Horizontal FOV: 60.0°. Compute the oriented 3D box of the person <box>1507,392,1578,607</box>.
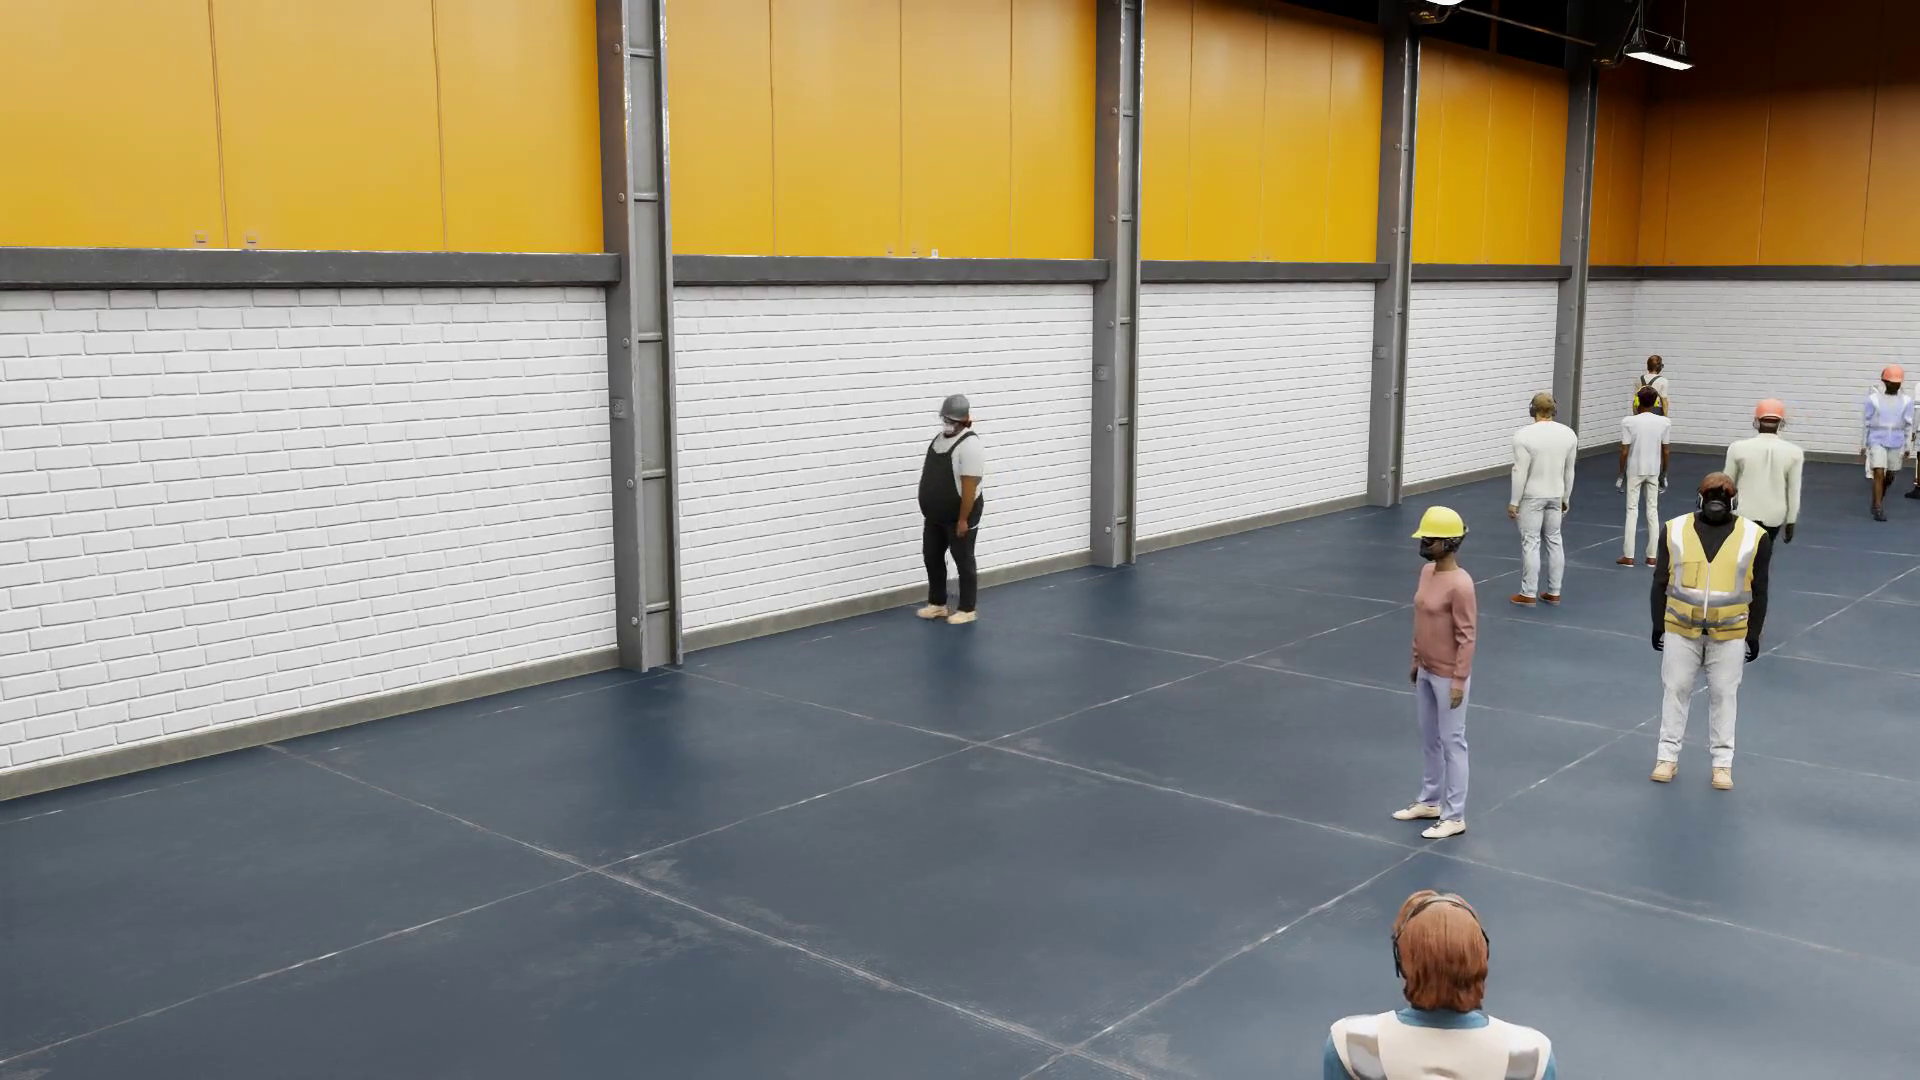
[{"bbox_3d":[5.215,-0.360,14.943,0.632,1.936,0.359,-2,9,-15],"label":"person"}]

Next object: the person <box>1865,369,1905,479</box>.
[{"bbox_3d":[13.529,-1.706,24.341,0.520,1.634,0.311,1,9,6],"label":"person"}]

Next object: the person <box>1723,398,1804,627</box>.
[{"bbox_3d":[6.731,-0.214,13.997,0.613,1.959,0.994,1,9,9],"label":"person"}]

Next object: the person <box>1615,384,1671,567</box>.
[{"bbox_3d":[6.972,-0.653,16.994,0.510,1.872,0.328,1,9,4],"label":"person"}]

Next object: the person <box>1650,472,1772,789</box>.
[{"bbox_3d":[4.351,0.522,9.698,0.626,1.846,0.429,5,10,26],"label":"person"}]

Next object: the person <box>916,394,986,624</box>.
[{"bbox_3d":[-0.067,-0.278,14.102,0.576,2.000,0.724,-6,11,-35],"label":"person"}]

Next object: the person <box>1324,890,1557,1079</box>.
[{"bbox_3d":[1.049,1.581,3.695,0.511,1.639,0.308,1,9,8],"label":"person"}]

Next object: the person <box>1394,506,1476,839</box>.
[{"bbox_3d":[2.534,0.700,8.837,0.337,1.768,0.542,-2,9,-9],"label":"person"}]

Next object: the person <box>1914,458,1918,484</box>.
[{"bbox_3d":[13.801,-1.695,23.546,0.313,1.867,0.534,-3,10,-18],"label":"person"}]

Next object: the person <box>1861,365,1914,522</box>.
[{"bbox_3d":[11.334,-1.203,20.372,0.545,1.907,0.846,3,9,16],"label":"person"}]

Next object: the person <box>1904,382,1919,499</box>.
[{"bbox_3d":[12.883,-1.499,22.100,0.548,1.935,0.362,-1,9,-6],"label":"person"}]

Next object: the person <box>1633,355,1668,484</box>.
[{"bbox_3d":[9.852,-1.712,23.722,0.329,1.844,0.517,-7,11,-37],"label":"person"}]
